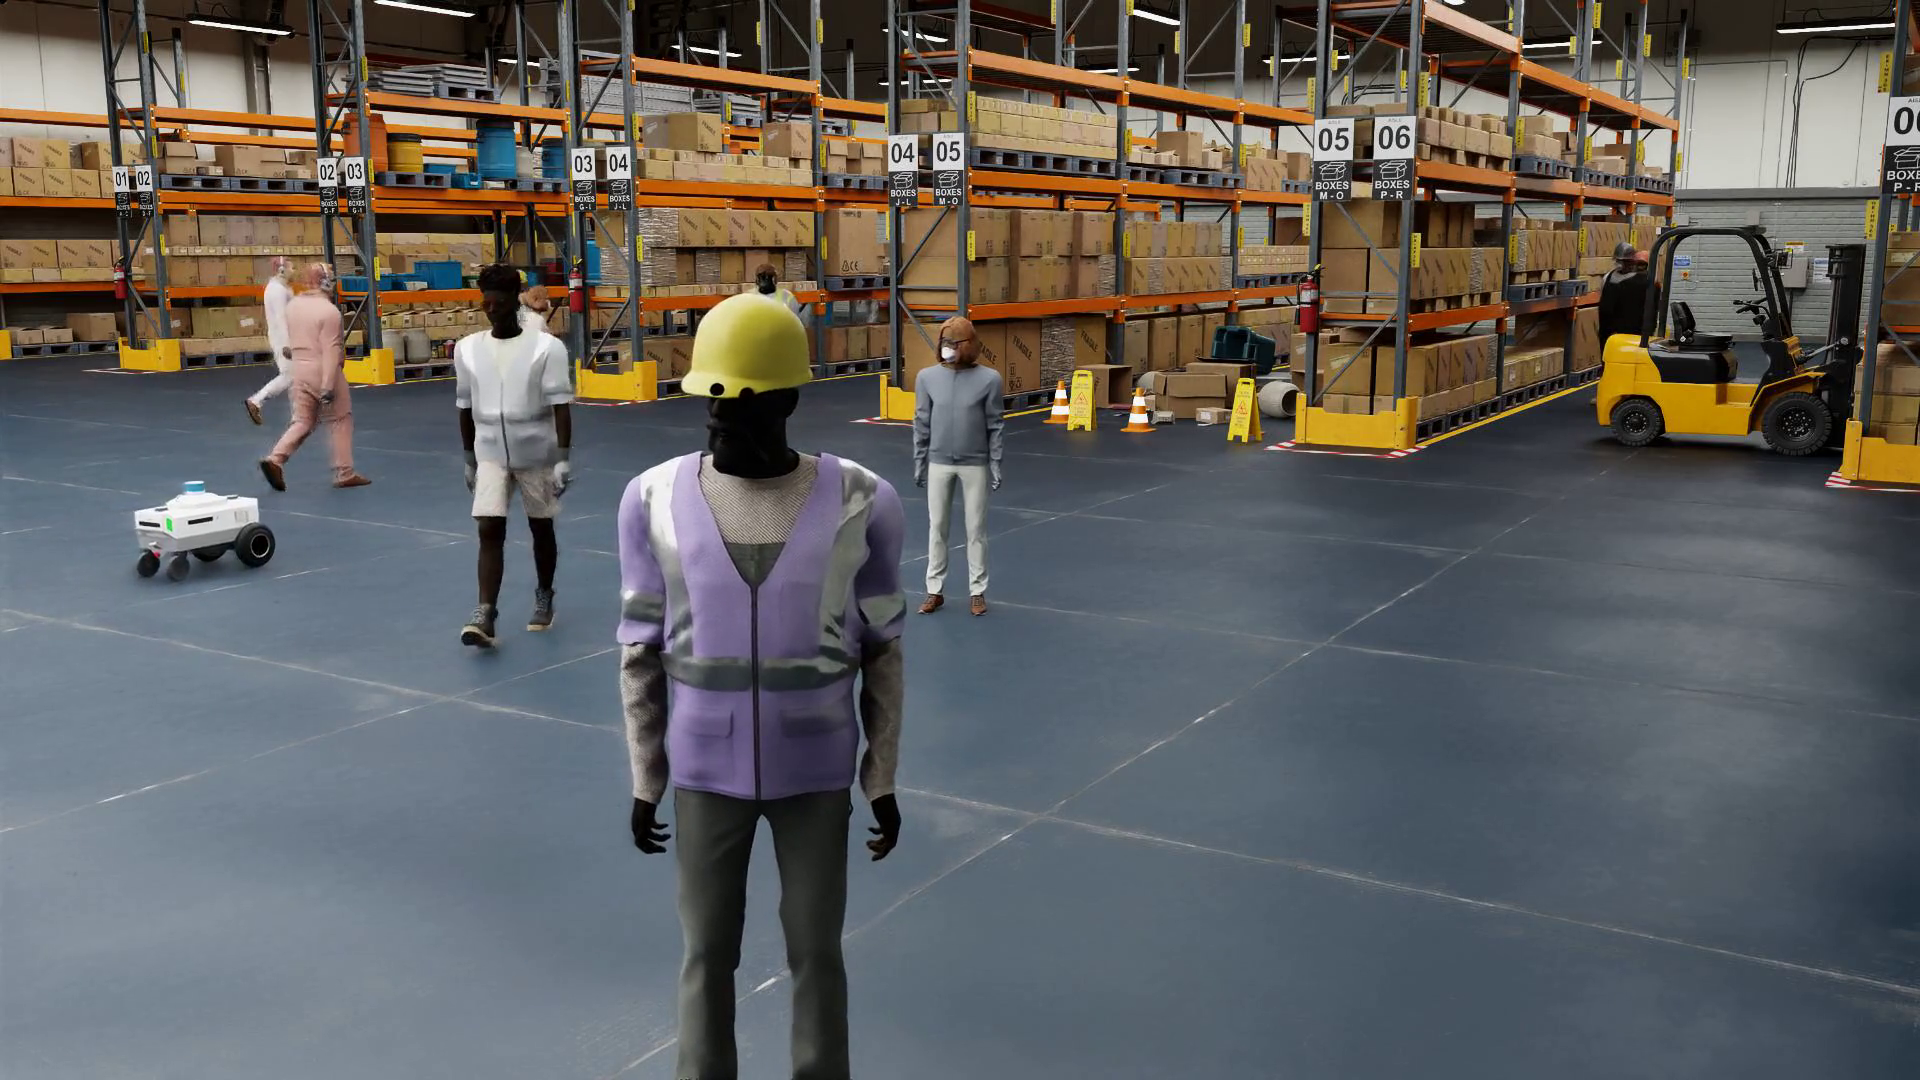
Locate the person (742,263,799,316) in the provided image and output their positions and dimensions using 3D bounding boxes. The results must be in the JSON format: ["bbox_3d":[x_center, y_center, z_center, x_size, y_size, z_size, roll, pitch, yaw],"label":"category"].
[{"bbox_3d":[-1.927,-1.847,16.633,0.659,1.825,0.535,1,10,5],"label":"person"}]

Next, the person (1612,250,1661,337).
[{"bbox_3d":[8.162,-2.538,20.203,1.036,1.949,0.628,-9,13,-41],"label":"person"}]

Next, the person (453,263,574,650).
[{"bbox_3d":[-2.255,-0.418,8.362,0.632,1.913,0.988,0,10,2],"label":"person"}]

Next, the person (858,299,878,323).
[{"bbox_3d":[-1.621,-4.720,32.541,0.633,1.887,1.008,5,11,26],"label":"person"}]

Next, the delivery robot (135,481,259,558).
[{"bbox_3d":[-4.699,-0.120,10.259,0.477,0.478,0.707,5,11,25],"label":"delivery robot"}]

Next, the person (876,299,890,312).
[{"bbox_3d":[-1.321,-4.383,31.036,0.523,1.760,0.325,-1,10,-3],"label":"person"}]

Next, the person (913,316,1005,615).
[{"bbox_3d":[-0.007,-0.398,9.059,0.502,1.632,0.284,2,10,11],"label":"person"}]

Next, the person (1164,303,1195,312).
[{"bbox_3d":[3.923,-4.202,29.652,0.658,1.887,0.545,7,12,35],"label":"person"}]

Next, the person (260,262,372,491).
[{"bbox_3d":[-5.303,-1.328,13.598,0.642,1.876,0.817,6,12,31],"label":"person"}]

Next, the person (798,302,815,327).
[{"bbox_3d":[-2.606,-4.069,28.815,0.611,1.926,0.633,-8,13,-39],"label":"person"}]

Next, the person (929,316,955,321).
[{"bbox_3d":[-0.164,-3.131,23.778,0.572,1.840,0.373,1,10,4],"label":"person"}]

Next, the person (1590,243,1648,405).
[{"bbox_3d":[8.215,-2.676,20.679,0.536,2.000,0.683,-8,13,-39],"label":"person"}]

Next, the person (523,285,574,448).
[{"bbox_3d":[-4.170,-1.691,16.331,0.619,1.615,0.510,-4,11,-21],"label":"person"}]

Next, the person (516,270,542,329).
[{"bbox_3d":[-5.440,-2.504,20.692,0.499,1.692,0.940,-2,10,-11],"label":"person"}]

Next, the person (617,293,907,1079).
[{"bbox_3d":[-0.402,0.462,3.432,0.589,1.924,0.384,0,10,-2],"label":"person"}]

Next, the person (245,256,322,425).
[{"bbox_3d":[-7.520,-2.188,18.374,0.685,1.887,0.652,-3,11,-18],"label":"person"}]
